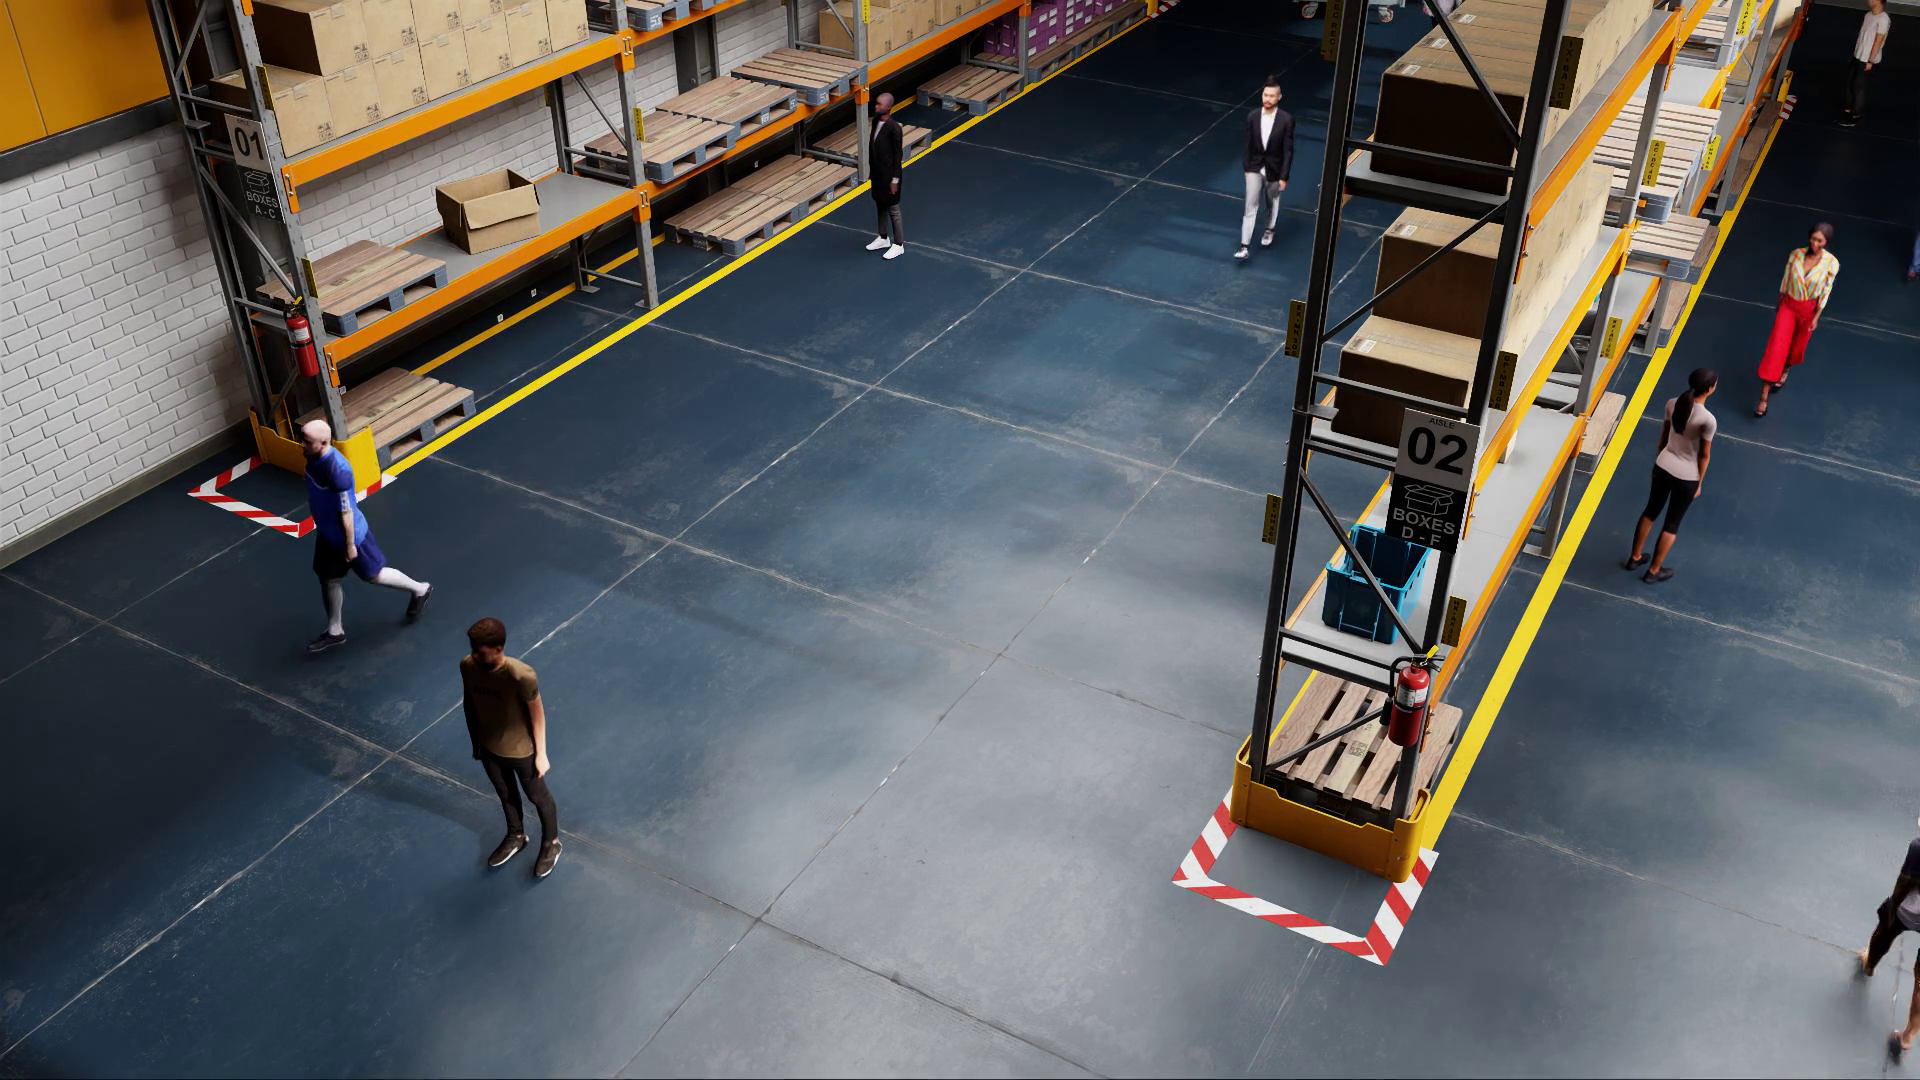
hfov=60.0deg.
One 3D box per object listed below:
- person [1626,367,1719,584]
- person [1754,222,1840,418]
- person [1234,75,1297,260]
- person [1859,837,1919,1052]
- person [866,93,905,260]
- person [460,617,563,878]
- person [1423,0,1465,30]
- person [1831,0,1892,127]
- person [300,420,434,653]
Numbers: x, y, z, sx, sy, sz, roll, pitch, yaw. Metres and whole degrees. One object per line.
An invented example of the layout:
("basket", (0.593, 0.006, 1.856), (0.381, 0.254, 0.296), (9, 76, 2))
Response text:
("person", (5.385, -0.490, 12.530), (0.720, 1.737, 0.692), (-16, 37, -22))
("person", (7.467, -1.993, 14.784), (0.602, 1.746, 1.171), (21, 39, 28))
("person", (3.285, -3.952, 17.593), (0.769, 1.899, 1.221), (15, 36, 21))
("person", (5.197, 2.041, 8.911), (0.643, 1.529, 1.050), (12, 36, 18))
("person", (-0.769, -3.872, 17.597), (0.685, 1.761, 0.716), (-24, 40, -31))
("person", (-2.663, 1.206, 9.877), (0.707, 1.850, 0.627), (10, 35, 15))
("person", (6.410, -7.152, 22.397), (0.856, 1.909, 0.827), (-20, 38, -27))
("person", (11.500, -6.103, 21.012), (0.814, 1.697, 0.700), (-4, 34, -5))
("person", (-4.301, -0.072, 11.842), (1.294, 1.802, 0.932), (-28, 43, -35))
